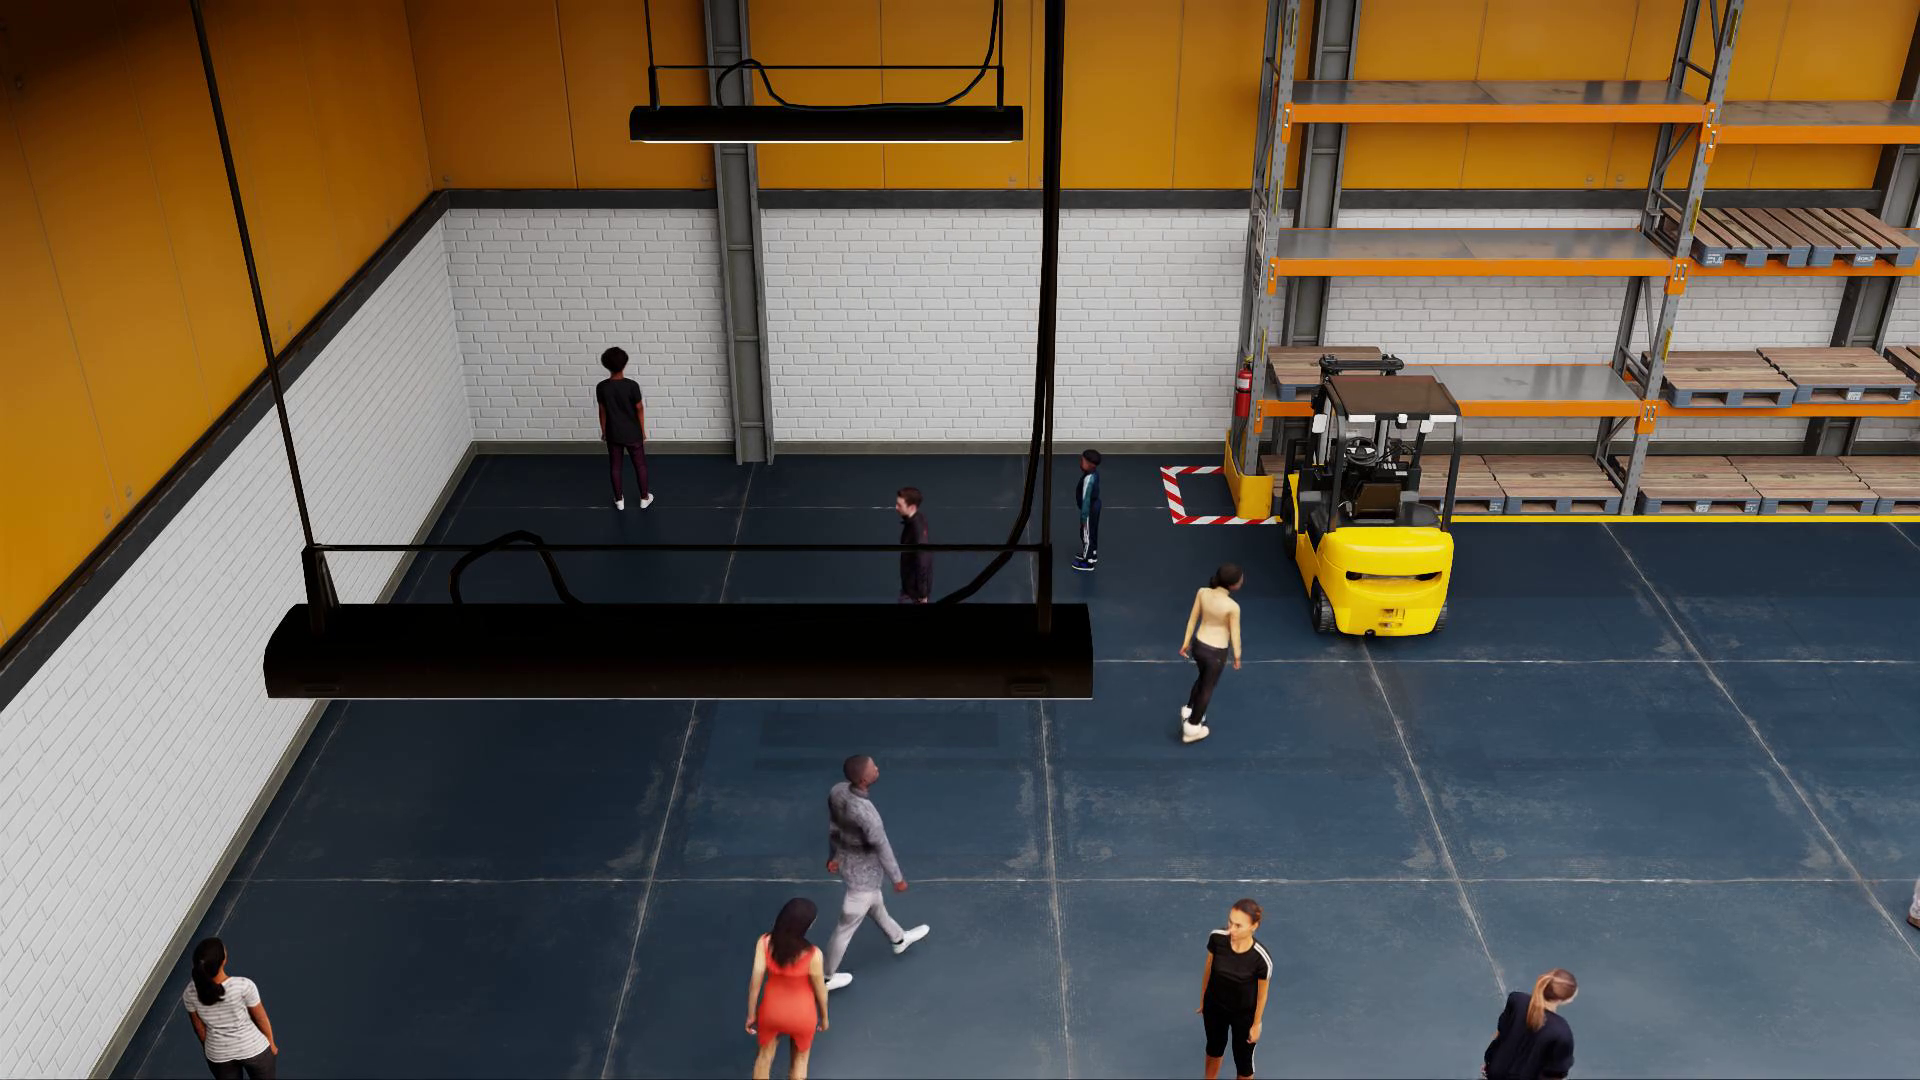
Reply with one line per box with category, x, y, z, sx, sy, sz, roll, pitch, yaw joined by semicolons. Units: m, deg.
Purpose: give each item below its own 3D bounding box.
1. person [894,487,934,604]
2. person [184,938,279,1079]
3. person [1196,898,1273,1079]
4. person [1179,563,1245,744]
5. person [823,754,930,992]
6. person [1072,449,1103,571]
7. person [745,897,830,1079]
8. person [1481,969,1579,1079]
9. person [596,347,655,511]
person;-0.305;0.378;14.329;1.060;1.886;0.682;-1;29;-2
person;-4.251;2.991;9.789;0.512;1.646;0.656;-4;29;-7
person;1.656;2.830;10.062;0.648;1.669;0.724;22;35;34
person;1.989;0.932;13.587;0.768;1.624;0.827;22;35;34
person;-0.751;2.246;10.999;1.266;1.795;1.052;-14;32;-25
person;1.267;-0.313;16.256;0.539;1.255;0.545;8;30;14
person;-1.077;2.867;9.963;0.588;1.697;0.876;-1;29;-3
person;3.148;3.124;9.540;0.837;1.651;0.786;-21;35;-33
person;-3.495;-1.155;17.250;0.532;1.780;0.704;-3;29;-5
